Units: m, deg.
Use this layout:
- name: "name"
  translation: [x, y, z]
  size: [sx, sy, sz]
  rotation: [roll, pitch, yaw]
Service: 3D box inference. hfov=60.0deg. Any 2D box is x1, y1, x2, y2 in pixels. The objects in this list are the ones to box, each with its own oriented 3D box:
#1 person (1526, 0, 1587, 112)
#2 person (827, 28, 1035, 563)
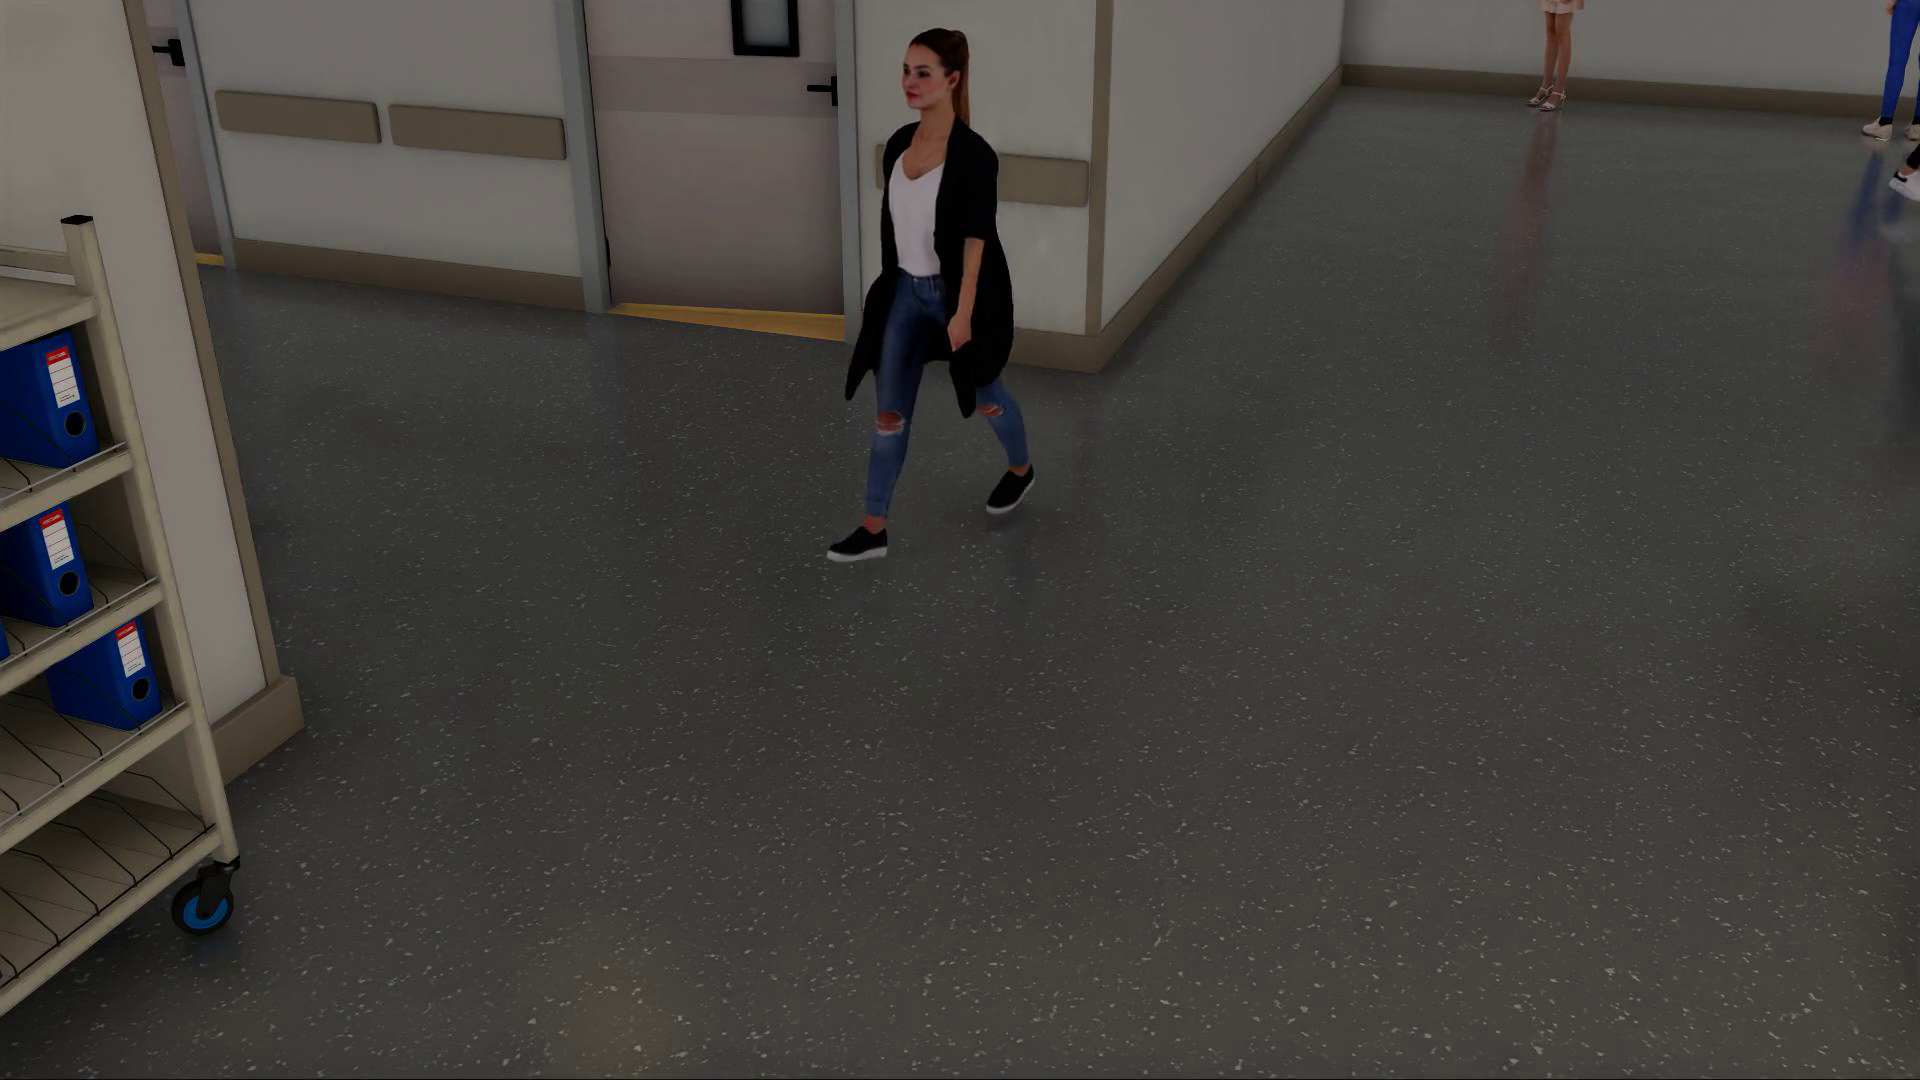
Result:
- name: "person"
  translation: [4.302, -3.950, 11.821]
  size: [0.725, 1.735, 0.624]
  rotation: [-4, 26, -9]
- name: "person"
  translation: [0.019, -0.753, 5.310]
  size: [0.893, 1.631, 1.233]
  rotation: [20, 32, 36]
